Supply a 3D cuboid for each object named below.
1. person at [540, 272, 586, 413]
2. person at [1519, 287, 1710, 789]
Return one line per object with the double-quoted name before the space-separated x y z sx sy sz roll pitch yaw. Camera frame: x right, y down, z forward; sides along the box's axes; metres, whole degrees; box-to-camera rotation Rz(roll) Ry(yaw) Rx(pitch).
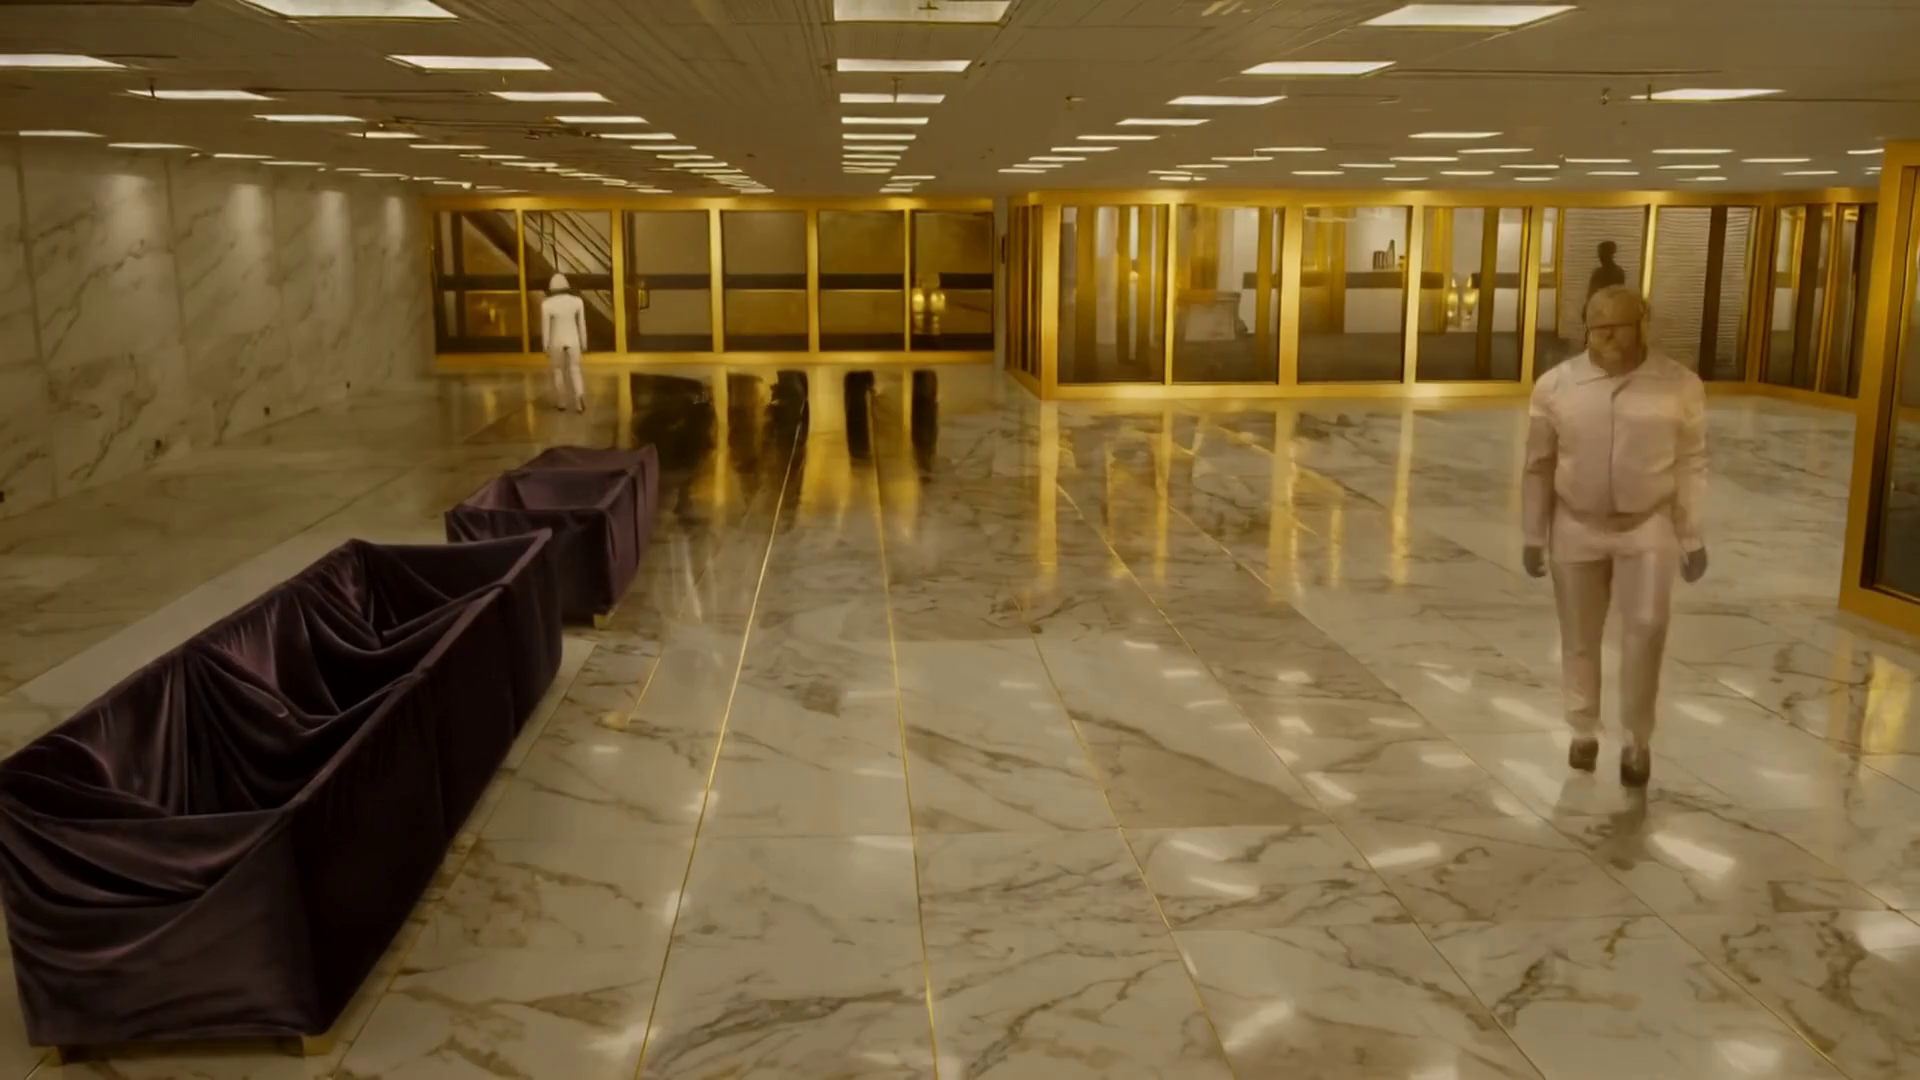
"person" -4.552 -2.257 19.097 0.524 1.619 0.464 -5 12 -25
"person" 2.455 -0.003 6.279 0.688 1.878 0.631 5 11 23
